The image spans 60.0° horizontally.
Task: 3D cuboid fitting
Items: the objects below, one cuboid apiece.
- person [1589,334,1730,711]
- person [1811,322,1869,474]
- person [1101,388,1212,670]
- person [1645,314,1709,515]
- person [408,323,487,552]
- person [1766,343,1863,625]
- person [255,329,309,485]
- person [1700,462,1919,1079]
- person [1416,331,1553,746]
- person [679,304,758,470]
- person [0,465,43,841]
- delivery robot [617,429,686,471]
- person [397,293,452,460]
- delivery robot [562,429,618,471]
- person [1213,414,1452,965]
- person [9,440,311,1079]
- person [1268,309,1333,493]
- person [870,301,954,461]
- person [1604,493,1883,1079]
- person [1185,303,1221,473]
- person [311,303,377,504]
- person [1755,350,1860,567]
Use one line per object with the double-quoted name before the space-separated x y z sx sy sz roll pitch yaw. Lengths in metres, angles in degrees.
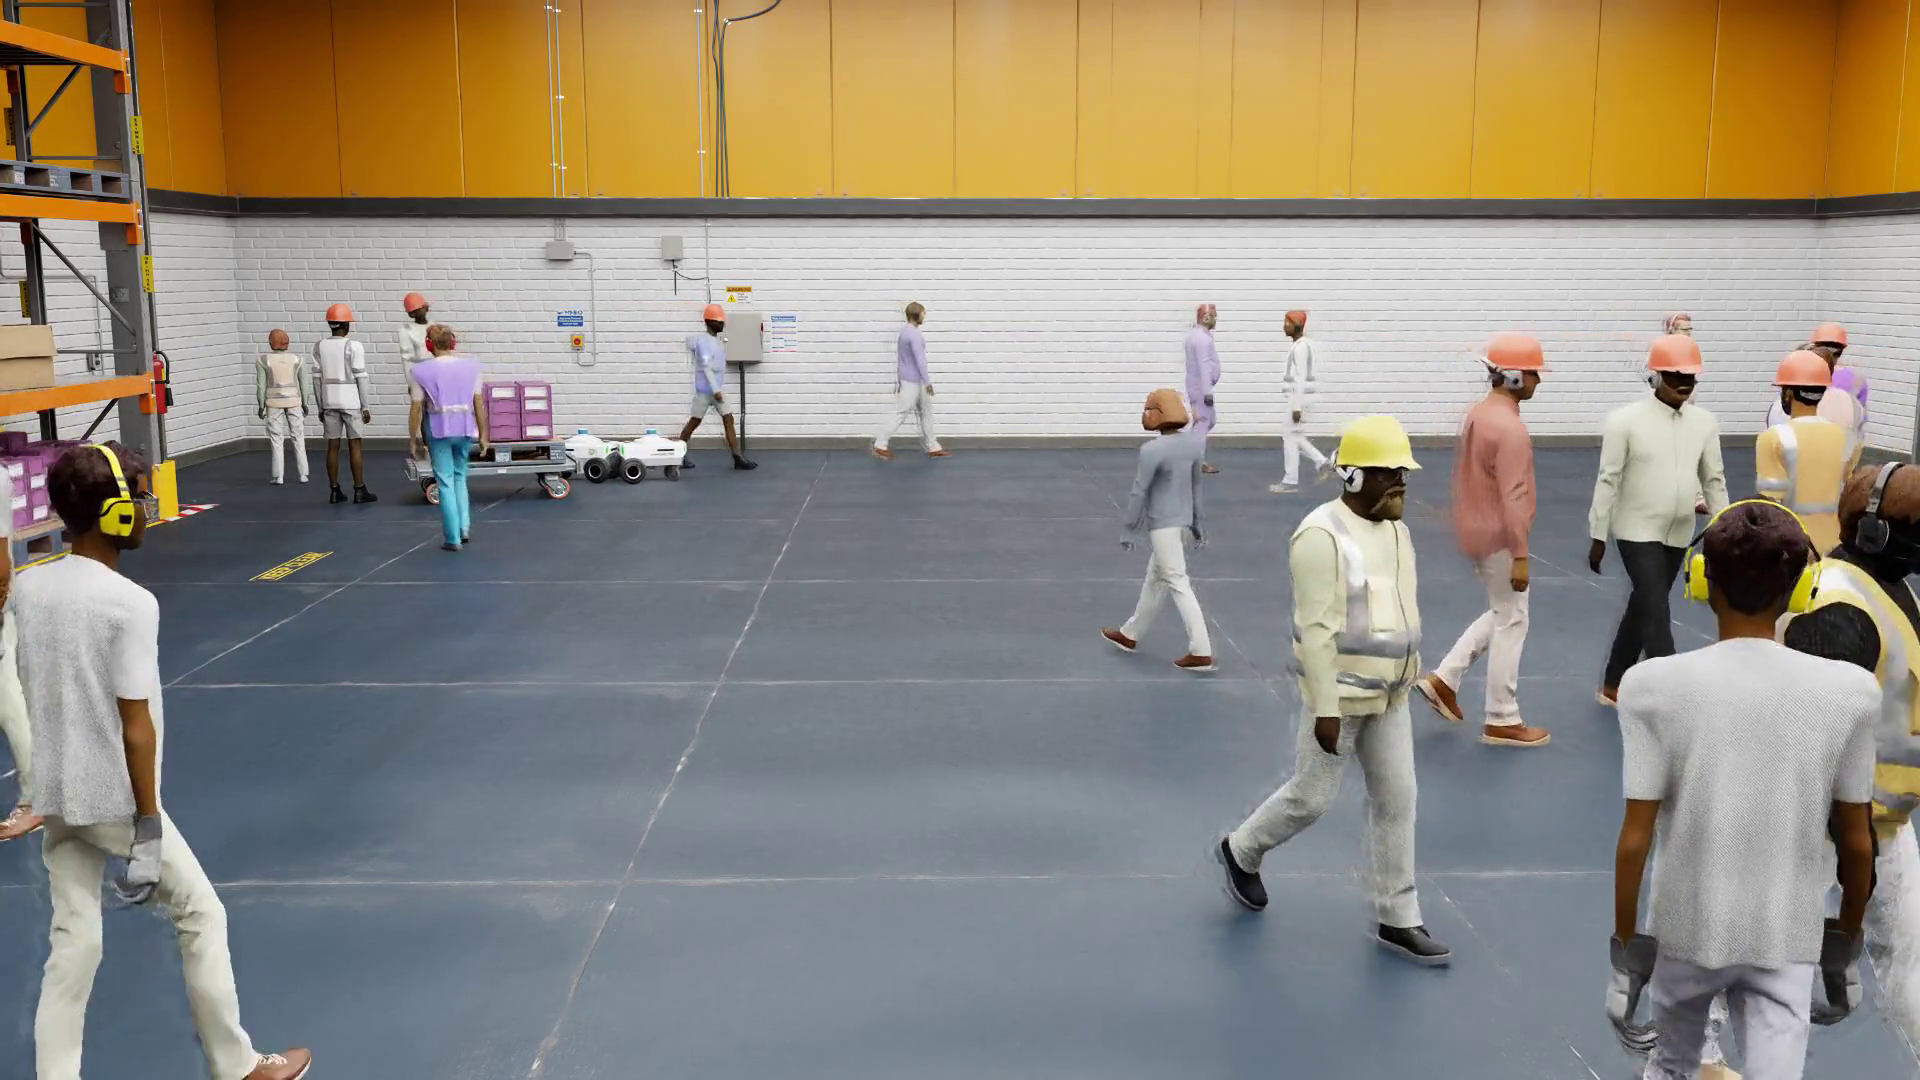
"person" 3.481 -0.022 8.131 0.649 1.939 1.005 -3 10 -16
"person" 6.122 -0.613 11.914 0.608 1.891 0.654 1 9 6
"person" 1.143 -0.075 9.532 0.845 1.579 0.520 8 12 41
"person" 6.629 -1.185 15.565 0.662 1.861 1.005 -6 11 -31
"person" -4.141 -0.822 13.388 0.605 1.826 0.547 -8 12 -40
"person" 4.851 -0.209 9.607 0.627 1.844 0.429 -4 10 -21
"person" -7.114 -1.393 17.484 0.523 1.638 0.311 -6 11 -33
"person" 2.332 0.685 4.302 0.988 1.781 0.637 8 12 39
"person" 2.547 -0.001 7.891 0.504 1.976 0.651 0 9 -1
"person" -2.828 -1.718 18.753 1.037 1.888 0.542 3 10 20
"person" -3.909 0.312 6.410 0.567 1.840 0.778 4 10 25
"delivery robot" -3.287 -0.943 17.753 0.707 0.478 0.477 -3 10 -18
"person" -6.193 -1.870 19.351 0.426 1.994 0.726 8 12 41
"delivery robot" -4.030 -0.950 17.792 0.707 0.478 0.477 2 9 11
"person" 1.266 0.469 5.578 0.586 1.809 0.835 -8 12 -39
"person" -2.108 0.661 4.297 0.515 1.841 0.829 4 10 22
"person" 3.458 -1.393 16.778 0.558 1.868 0.588 3 10 15
"person" -0.600 -1.871 19.673 1.022 1.896 0.635 -1 9 -8
"person" 1.553 0.836 3.306 0.515 1.840 0.941 3 10 18
"person" 2.666 -1.677 18.454 0.463 1.895 0.656 1 9 5
"person" -5.959 -1.313 16.077 0.542 1.939 0.369 2 9 9
"person" 4.067 0.032 8.039 0.555 1.888 1.012 -1 9 -9
